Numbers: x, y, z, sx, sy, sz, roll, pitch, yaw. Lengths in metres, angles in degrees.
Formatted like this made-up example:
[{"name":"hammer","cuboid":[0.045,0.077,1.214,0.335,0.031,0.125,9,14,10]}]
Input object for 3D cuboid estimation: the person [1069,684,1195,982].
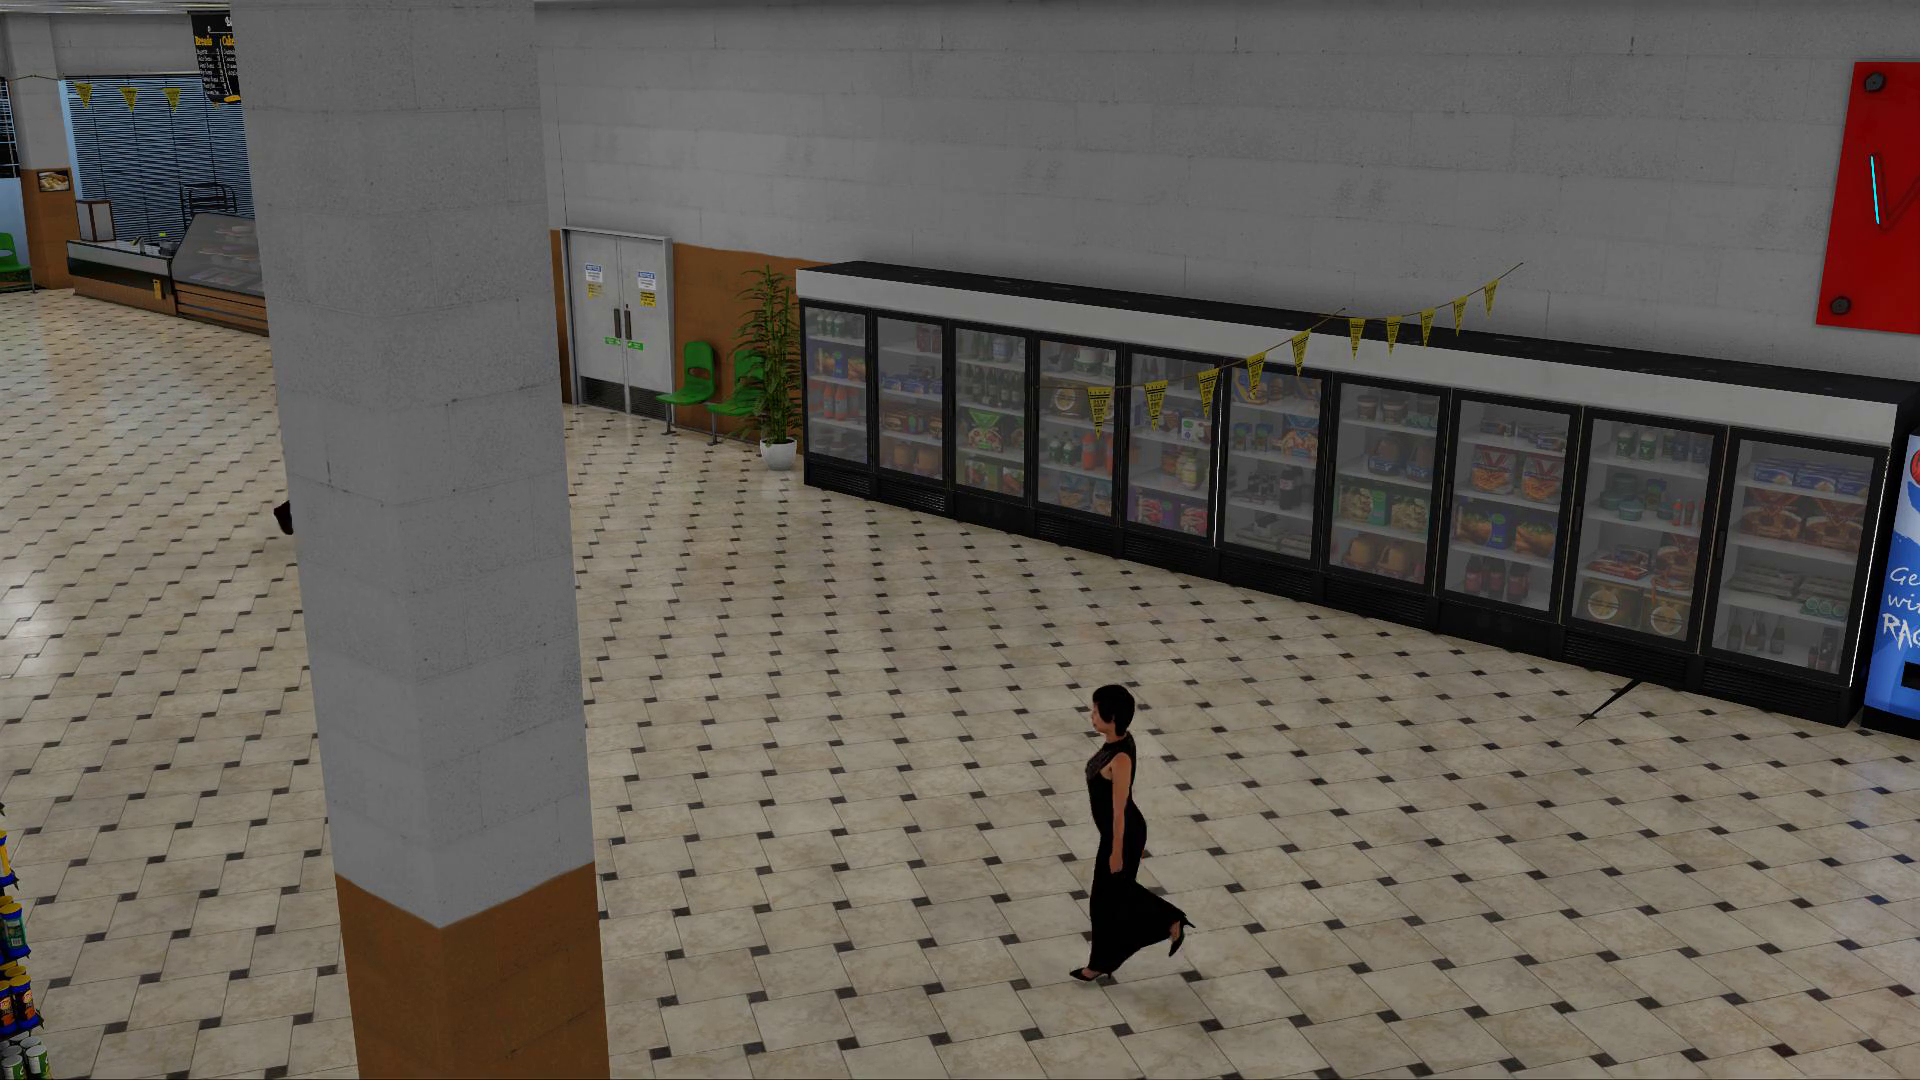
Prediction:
[{"name":"person","cuboid":[0.871,1.482,8.259,0.939,1.582,0.912,0,17,1]}]
